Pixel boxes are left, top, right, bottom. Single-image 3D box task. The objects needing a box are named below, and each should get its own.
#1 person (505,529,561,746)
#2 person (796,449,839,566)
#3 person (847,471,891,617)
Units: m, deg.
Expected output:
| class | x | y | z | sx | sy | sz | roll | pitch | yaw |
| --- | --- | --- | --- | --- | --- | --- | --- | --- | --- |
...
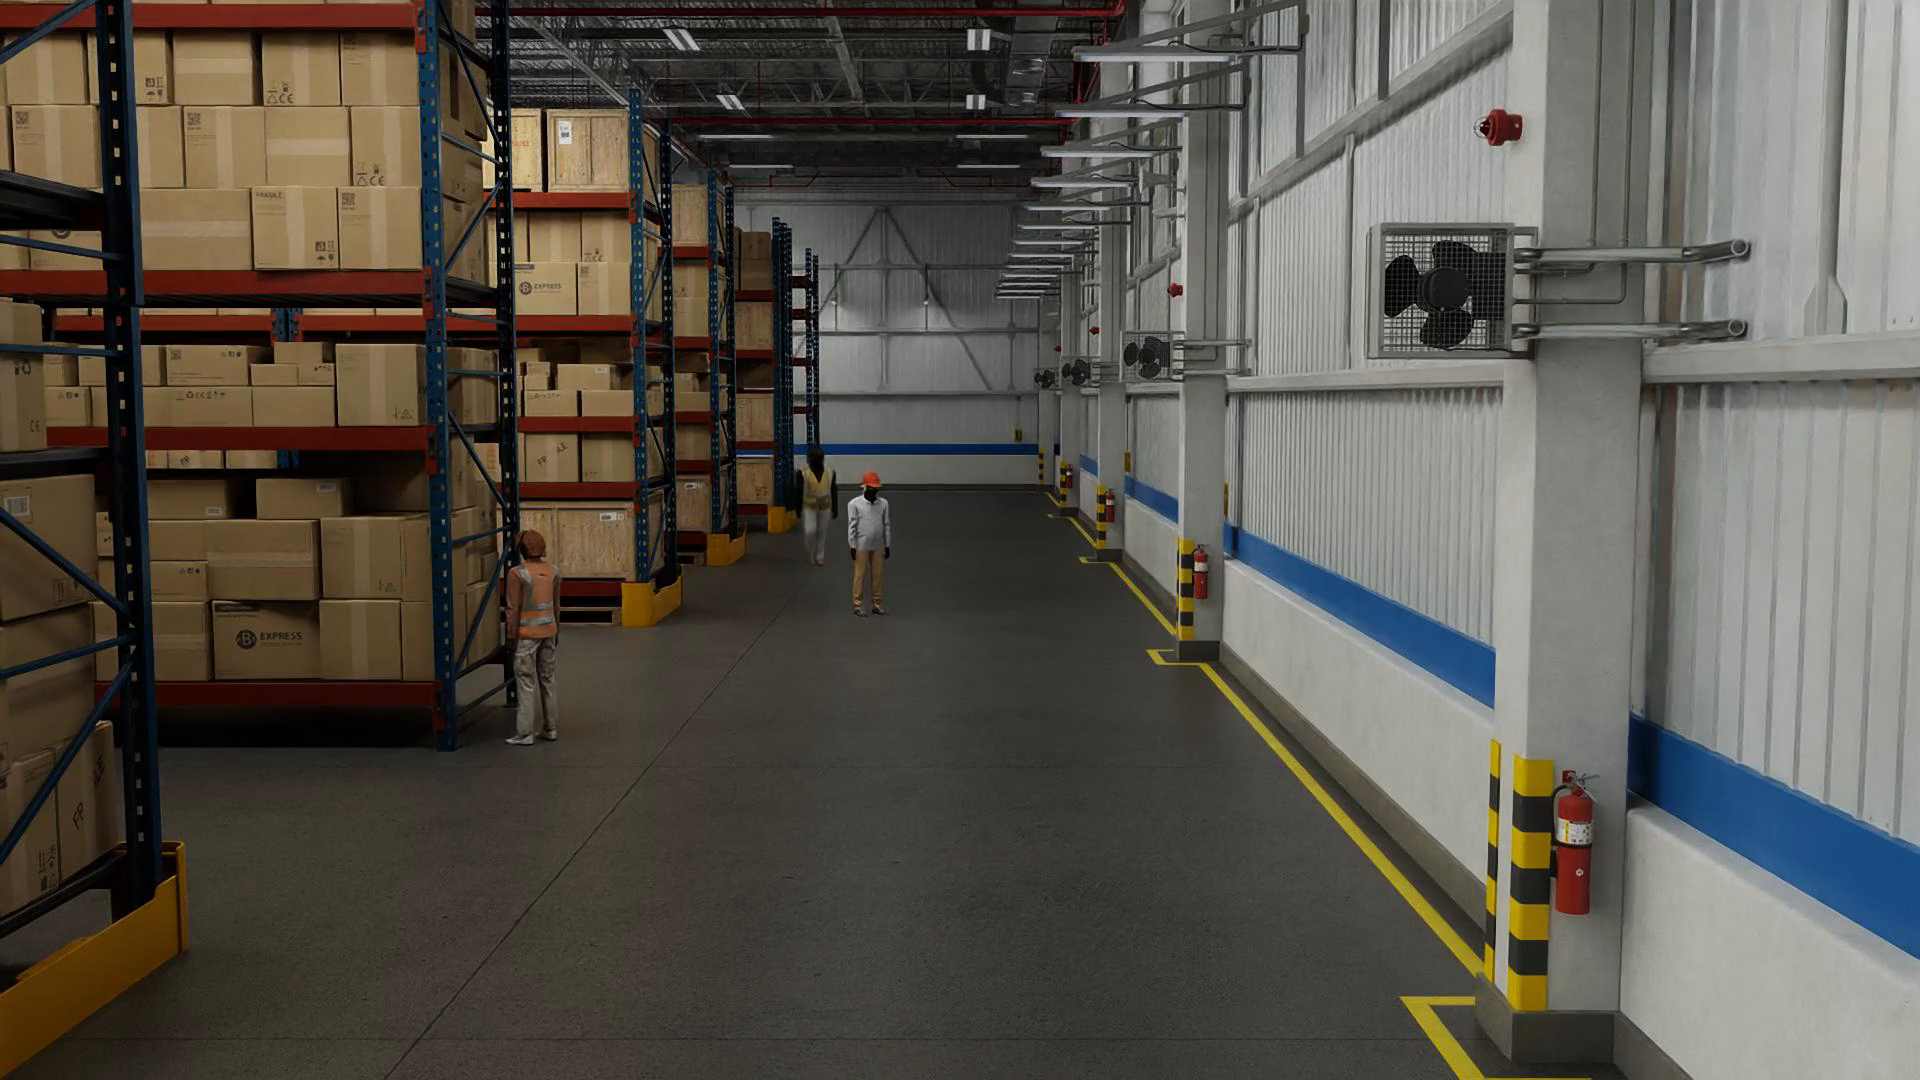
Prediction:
| class | x | y | z | sx | sy | sz | roll | pitch | yaw |
| --- | --- | --- | --- | --- | --- | --- | --- | --- | --- |
| person | -3.219 | 0.733 | 12.576 | 0.311 | 1.632 | 0.525 | 3 | 6 | 31 |
| person | -2.184 | -0.488 | 25.666 | 0.654 | 1.824 | 0.547 | -2 | 5 | -20 |
| person | -1.068 | 0.051 | 19.847 | 0.566 | 1.744 | 0.350 | -3 | 6 | -32 |
